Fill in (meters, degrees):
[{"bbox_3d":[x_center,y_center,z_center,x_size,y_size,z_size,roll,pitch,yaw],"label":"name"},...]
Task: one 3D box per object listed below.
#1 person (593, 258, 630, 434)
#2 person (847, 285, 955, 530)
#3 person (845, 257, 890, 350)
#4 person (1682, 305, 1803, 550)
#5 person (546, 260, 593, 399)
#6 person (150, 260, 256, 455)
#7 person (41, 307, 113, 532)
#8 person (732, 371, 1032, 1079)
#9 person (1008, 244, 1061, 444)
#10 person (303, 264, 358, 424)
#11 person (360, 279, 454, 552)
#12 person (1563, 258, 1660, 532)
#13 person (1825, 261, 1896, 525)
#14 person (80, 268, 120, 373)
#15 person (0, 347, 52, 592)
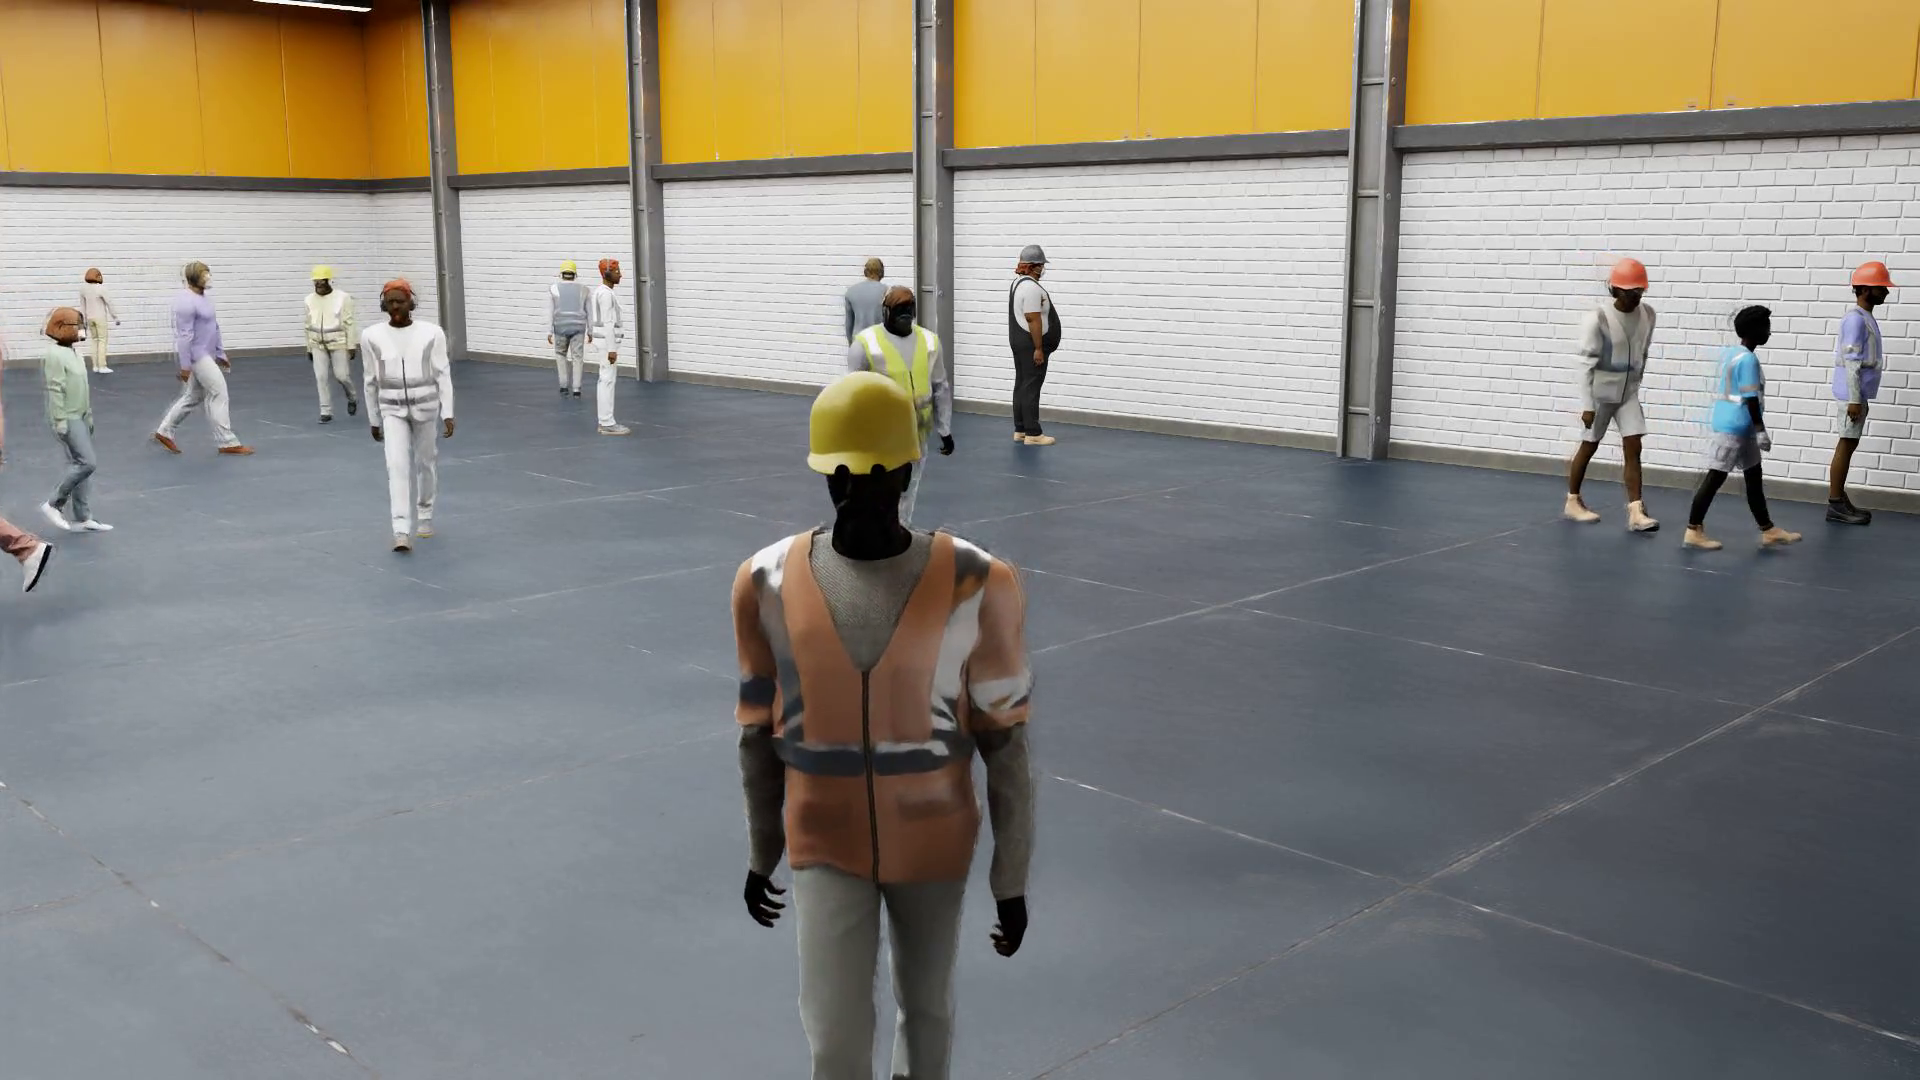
[{"bbox_3d":[-3.776,-2.079,17.915,0.352,1.881,0.576,-3,11,-16],"label":"person"},{"bbox_3d":[-0.346,-0.659,10.339,0.644,1.818,0.643,-6,12,-30],"label":"person"},{"bbox_3d":[-0.993,-2.181,18.472,0.643,1.900,1.008,2,11,12],"label":"person"},{"bbox_3d":[5.322,-0.734,11.163,0.832,1.658,0.538,4,11,22],"label":"person"},{"bbox_3d":[-5.139,-2.776,21.915,0.619,1.805,0.704,-3,11,-17],"label":"person"},{"bbox_3d":[-7.414,-1.749,16.089,0.978,1.904,0.639,-2,11,-9],"label":"person"},{"bbox_3d":[-6.324,-0.848,11.882,0.361,1.621,0.518,-2,11,-9],"label":"person"},{"bbox_3d":[-0.157,0.594,3.366,0.601,1.880,0.974,0,10,2],"label":"person"},{"bbox_3d":[0.771,-2.009,17.097,0.538,2.000,0.681,-3,11,-15],"label":"person"},{"bbox_3d":[-7.176,-2.241,18.987,0.603,1.811,0.612,0,10,2],"label":"person"},{"bbox_3d":[-3.794,-0.870,11.455,0.587,1.834,0.983,-3,11,-14],"label":"person"},{"bbox_3d":[4.752,-1.040,12.027,0.648,1.960,1.009,-3,11,-13],"label":"person"},{"bbox_3d":[6.683,-1.089,12.364,0.355,1.939,0.543,6,12,31],"label":"person"},{"bbox_3d":[-13.393,-3.411,25.863,0.512,1.630,0.345,3,11,16],"label":"person"},{"bbox_3d":[-5.744,-0.584,9.744,0.671,1.893,0.653,-1,10,-5],"label":"person"}]
